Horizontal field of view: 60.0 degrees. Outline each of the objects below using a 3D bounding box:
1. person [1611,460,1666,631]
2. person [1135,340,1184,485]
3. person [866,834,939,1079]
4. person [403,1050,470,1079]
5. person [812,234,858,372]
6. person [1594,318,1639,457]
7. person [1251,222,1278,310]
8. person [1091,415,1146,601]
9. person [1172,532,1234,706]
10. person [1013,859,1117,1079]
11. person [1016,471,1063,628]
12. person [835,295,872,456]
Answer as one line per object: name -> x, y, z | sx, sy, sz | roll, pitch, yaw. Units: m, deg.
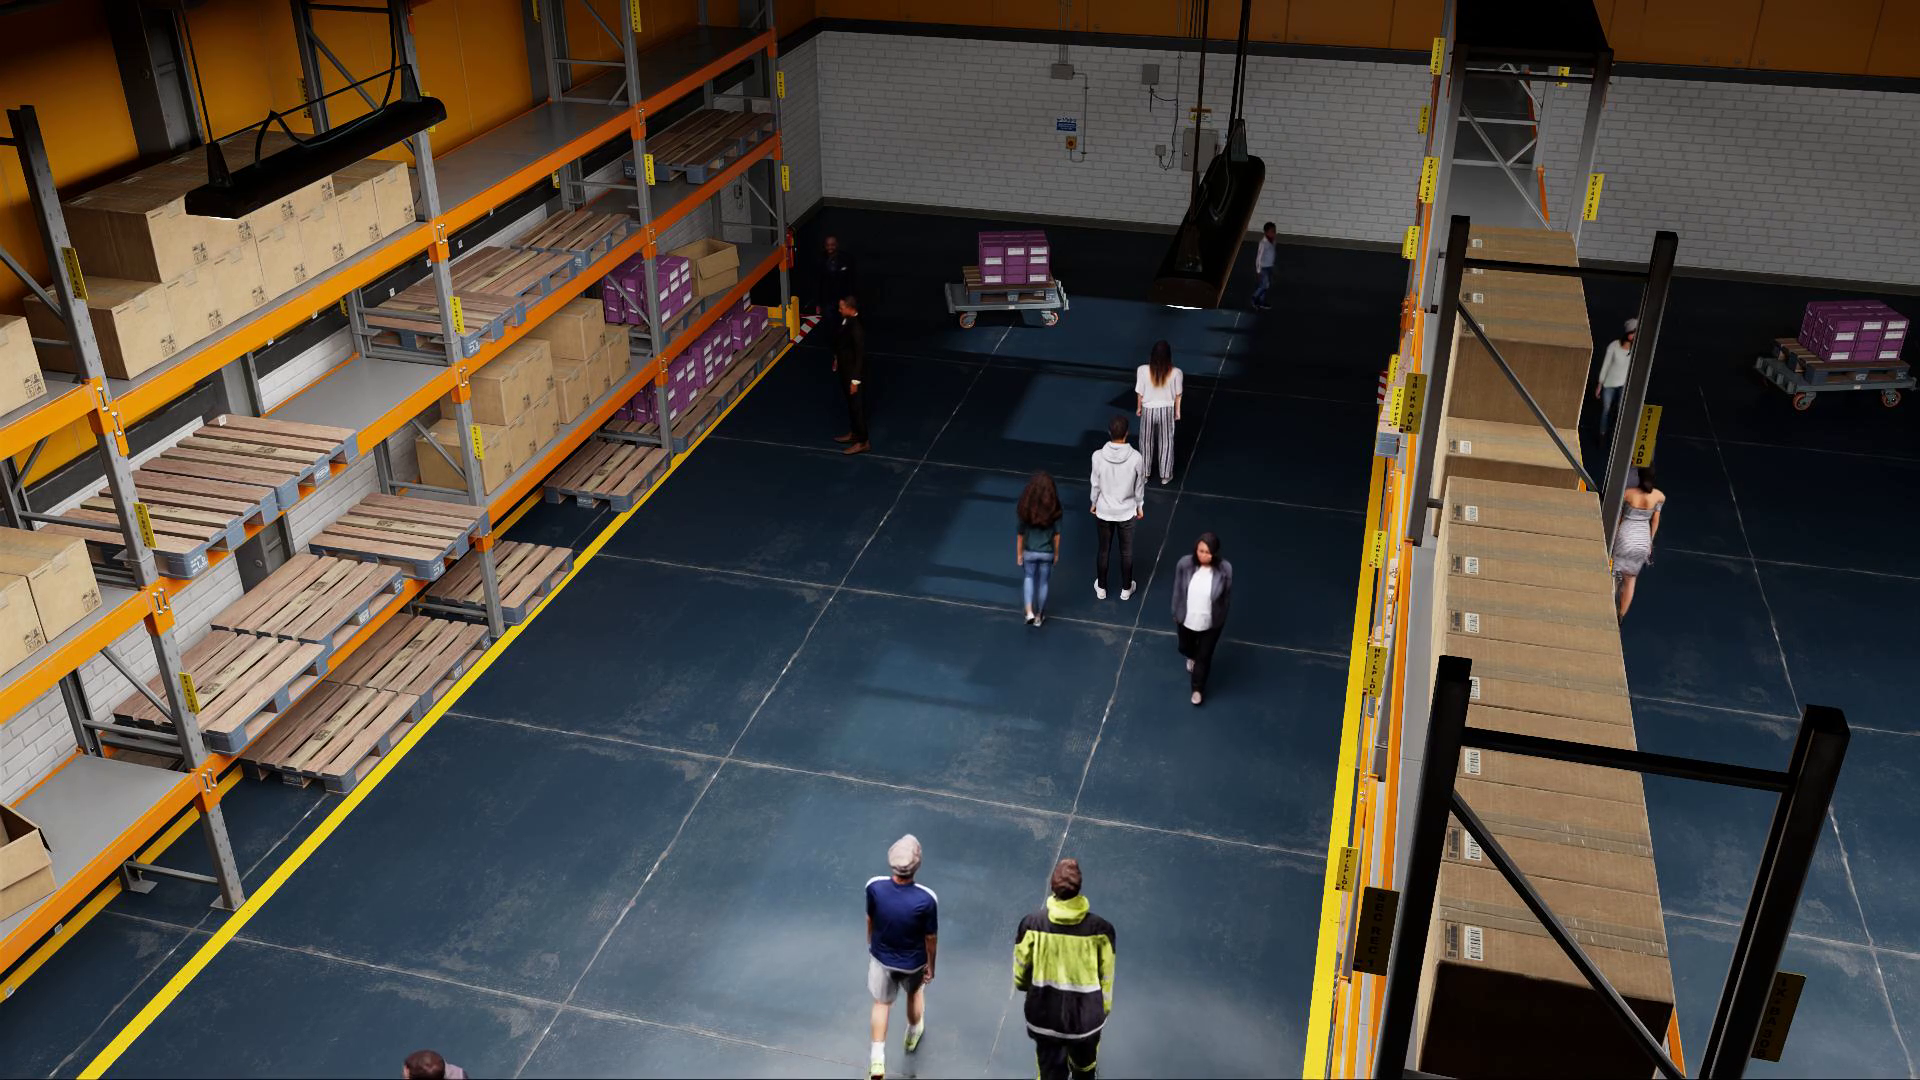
person -> 6.238, 0.123, 15.449 | 0.609, 1.814, 0.688 | 5, 29, 10
person -> 2.193, -1.425, 18.428 | 0.677, 1.679, 0.610 | 6, 29, 11
person -> -0.407, 2.720, 10.683 | 0.698, 1.819, 1.056 | 5, 29, 10
person -> -2.810, 3.508, 9.211 | 0.857, 1.845, 0.689 | -4, 29, -7
person -> -1.563, -3.066, 21.300 | 0.740, 1.810, 0.683 | 5, 29, 9
person -> 7.572, -1.816, 19.195 | 0.606, 1.632, 0.685 | 10, 30, 17
person -> 4.250, -3.867, 23.350 | 0.564, 1.254, 0.639 | -26, 38, -38
person -> 1.519, -0.310, 16.122 | 0.698, 1.930, 0.627 | 4, 29, 8
person -> 2.145, 0.640, 14.748 | 0.664, 1.577, 0.898 | 6, 29, 11
person -> 0.640, 2.870, 10.264 | 0.883, 1.957, 1.038 | 3, 29, 6
person -> 0.738, 0.143, 15.634 | 0.635, 1.601, 0.768 | 4, 29, 7
person -> -1.222, -1.924, 19.109 | 0.855, 1.902, 0.734 | -7, 29, -12
